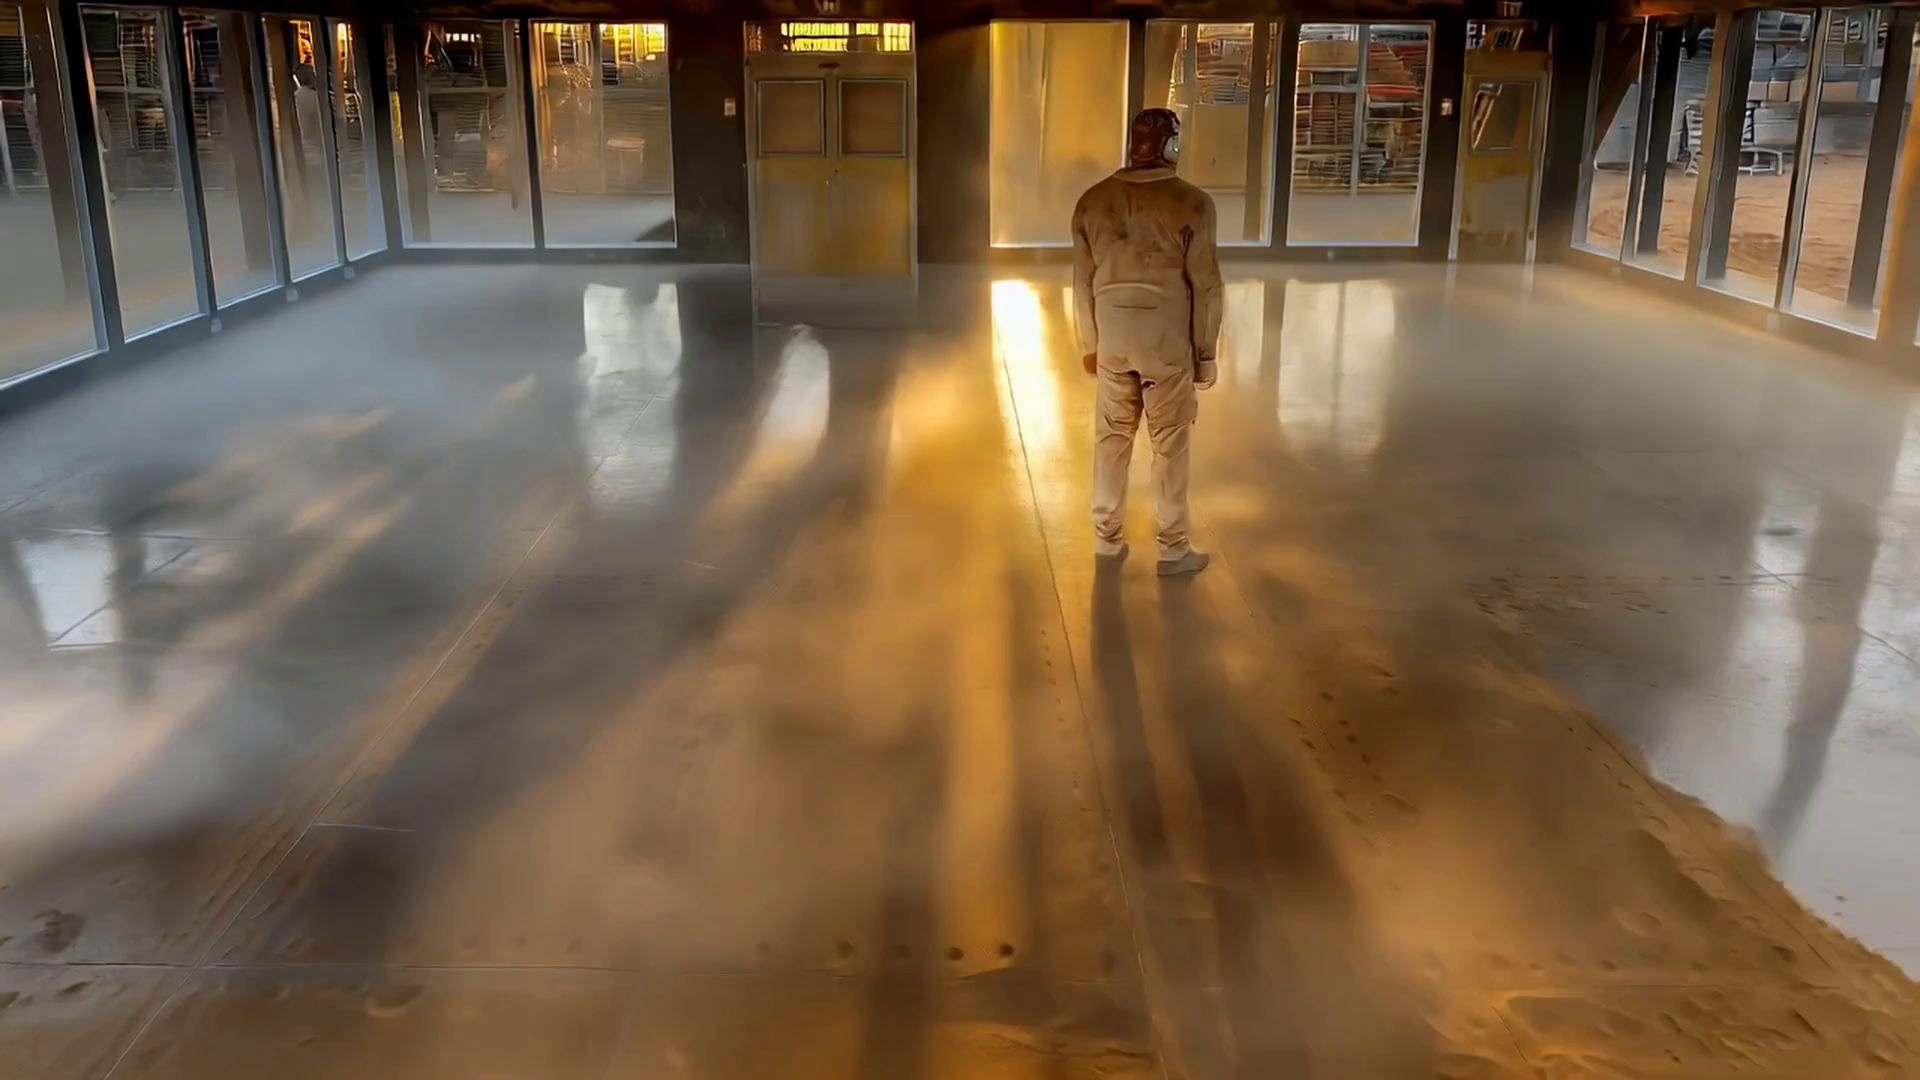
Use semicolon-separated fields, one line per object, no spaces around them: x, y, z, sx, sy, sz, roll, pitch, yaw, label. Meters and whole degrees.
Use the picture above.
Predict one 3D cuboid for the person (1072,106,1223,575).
0.781;-0.805;6.851;0.640;1.905;0.410;10;19;30;person
